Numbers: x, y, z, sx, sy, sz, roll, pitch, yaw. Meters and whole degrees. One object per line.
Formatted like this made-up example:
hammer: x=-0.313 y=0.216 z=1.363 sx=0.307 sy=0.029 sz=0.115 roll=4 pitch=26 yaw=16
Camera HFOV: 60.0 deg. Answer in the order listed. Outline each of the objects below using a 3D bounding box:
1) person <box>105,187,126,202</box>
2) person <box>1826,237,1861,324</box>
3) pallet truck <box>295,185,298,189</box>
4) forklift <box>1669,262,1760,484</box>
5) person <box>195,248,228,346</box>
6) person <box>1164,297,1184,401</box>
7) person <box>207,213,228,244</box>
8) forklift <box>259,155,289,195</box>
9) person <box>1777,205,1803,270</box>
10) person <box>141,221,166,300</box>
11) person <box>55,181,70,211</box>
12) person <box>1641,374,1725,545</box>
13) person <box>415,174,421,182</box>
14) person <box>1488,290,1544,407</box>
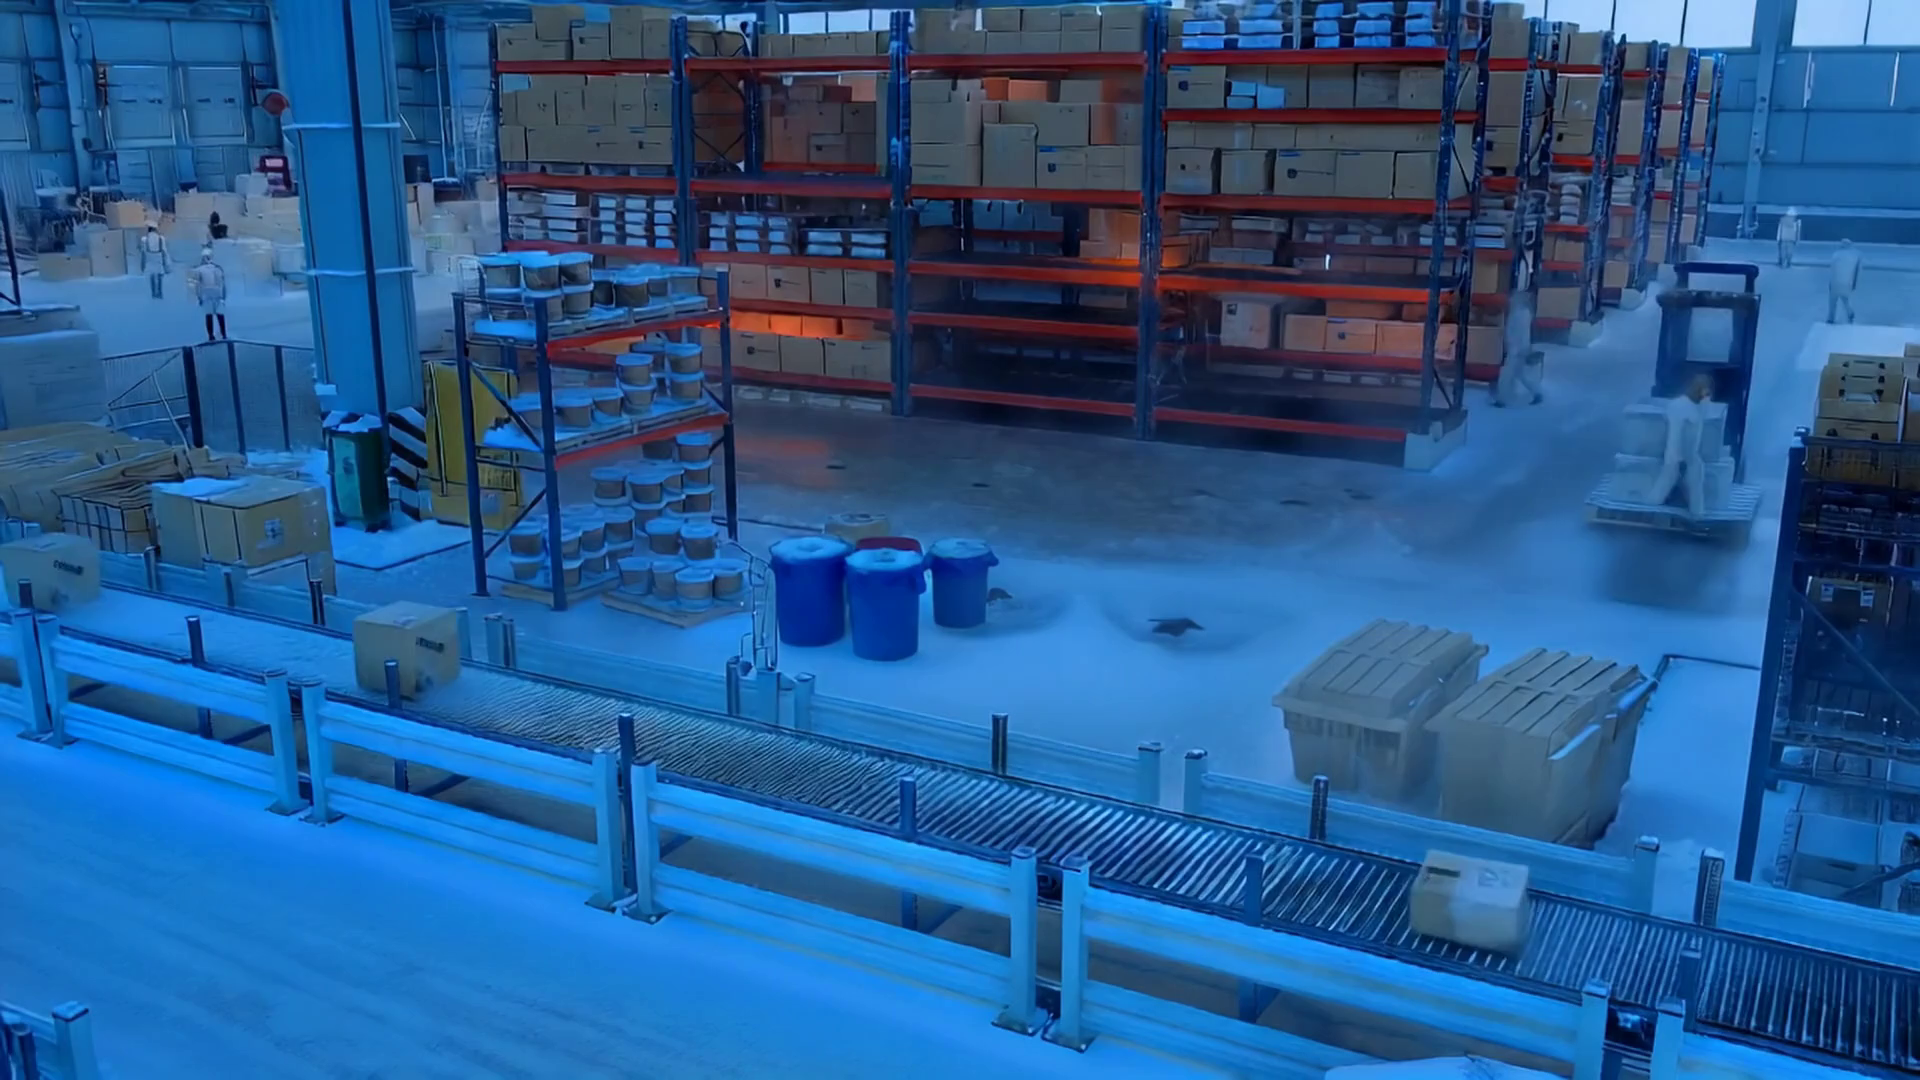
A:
person: x=-28.510 y=-10.991 z=56.293 sx=0.638 sy=1.911 sz=0.925 roll=-8 pitch=17 yaw=-29
person: x=19.170 y=-5.601 z=36.062 sx=0.653 sy=1.891 sz=0.717 roll=1 pitch=15 yaw=2
pallet truck: x=-26.804 y=-14.617 z=69.738 sx=1.885 sy=1.965 sz=0.823 roll=-14 pitch=20 yaw=-42
forklift: x=9.353 y=-2.066 z=20.865 sx=1.129 sy=2.768 sz=1.873 roll=8 pitch=17 yaw=28
person: x=-14.873 y=-4.838 z=33.094 sx=0.549 sy=1.936 sz=0.377 roll=-5 pitch=16 yaw=-19
person: x=3.472 y=-3.113 z=27.066 sx=0.321 sy=1.697 sz=0.529 roll=-3 pitch=15 yaw=-10
person: x=-19.447 y=-7.637 z=43.704 sx=0.419 sy=1.901 sz=0.595 roll=6 pitch=16 yaw=22
forklift: x=-24.419 y=-12.329 z=59.450 sx=1.129 sy=2.768 sz=1.873 roll=-6 pitch=16 yaw=-23
person: x=23.816 y=-8.683 z=47.767 sx=0.630 sy=1.830 sz=0.438 roll=11 pitch=18 yaw=35
person: x=-19.734 y=-6.851 z=40.771 sx=0.547 sy=1.886 sz=1.025 roll=-5 pitch=16 yaw=-20
person: x=-31.884 y=-11.761 z=59.122 sx=0.373 sy=1.938 sz=0.630 roll=3 pitch=15 yaw=10
person: x=8.046 y=-0.895 z=18.384 sx=0.650 sy=1.876 sz=1.048 roll=-7 pitch=16 yaw=-23
person: x=-21.344 y=-13.506 z=65.790 sx=0.477 sy=1.871 sz=0.622 roll=-6 pitch=16 yaw=-21
person: x=8.937 y=-3.049 z=26.522 sx=0.879 sy=1.866 sz=0.650 roll=1 pitch=15 yaw=3
